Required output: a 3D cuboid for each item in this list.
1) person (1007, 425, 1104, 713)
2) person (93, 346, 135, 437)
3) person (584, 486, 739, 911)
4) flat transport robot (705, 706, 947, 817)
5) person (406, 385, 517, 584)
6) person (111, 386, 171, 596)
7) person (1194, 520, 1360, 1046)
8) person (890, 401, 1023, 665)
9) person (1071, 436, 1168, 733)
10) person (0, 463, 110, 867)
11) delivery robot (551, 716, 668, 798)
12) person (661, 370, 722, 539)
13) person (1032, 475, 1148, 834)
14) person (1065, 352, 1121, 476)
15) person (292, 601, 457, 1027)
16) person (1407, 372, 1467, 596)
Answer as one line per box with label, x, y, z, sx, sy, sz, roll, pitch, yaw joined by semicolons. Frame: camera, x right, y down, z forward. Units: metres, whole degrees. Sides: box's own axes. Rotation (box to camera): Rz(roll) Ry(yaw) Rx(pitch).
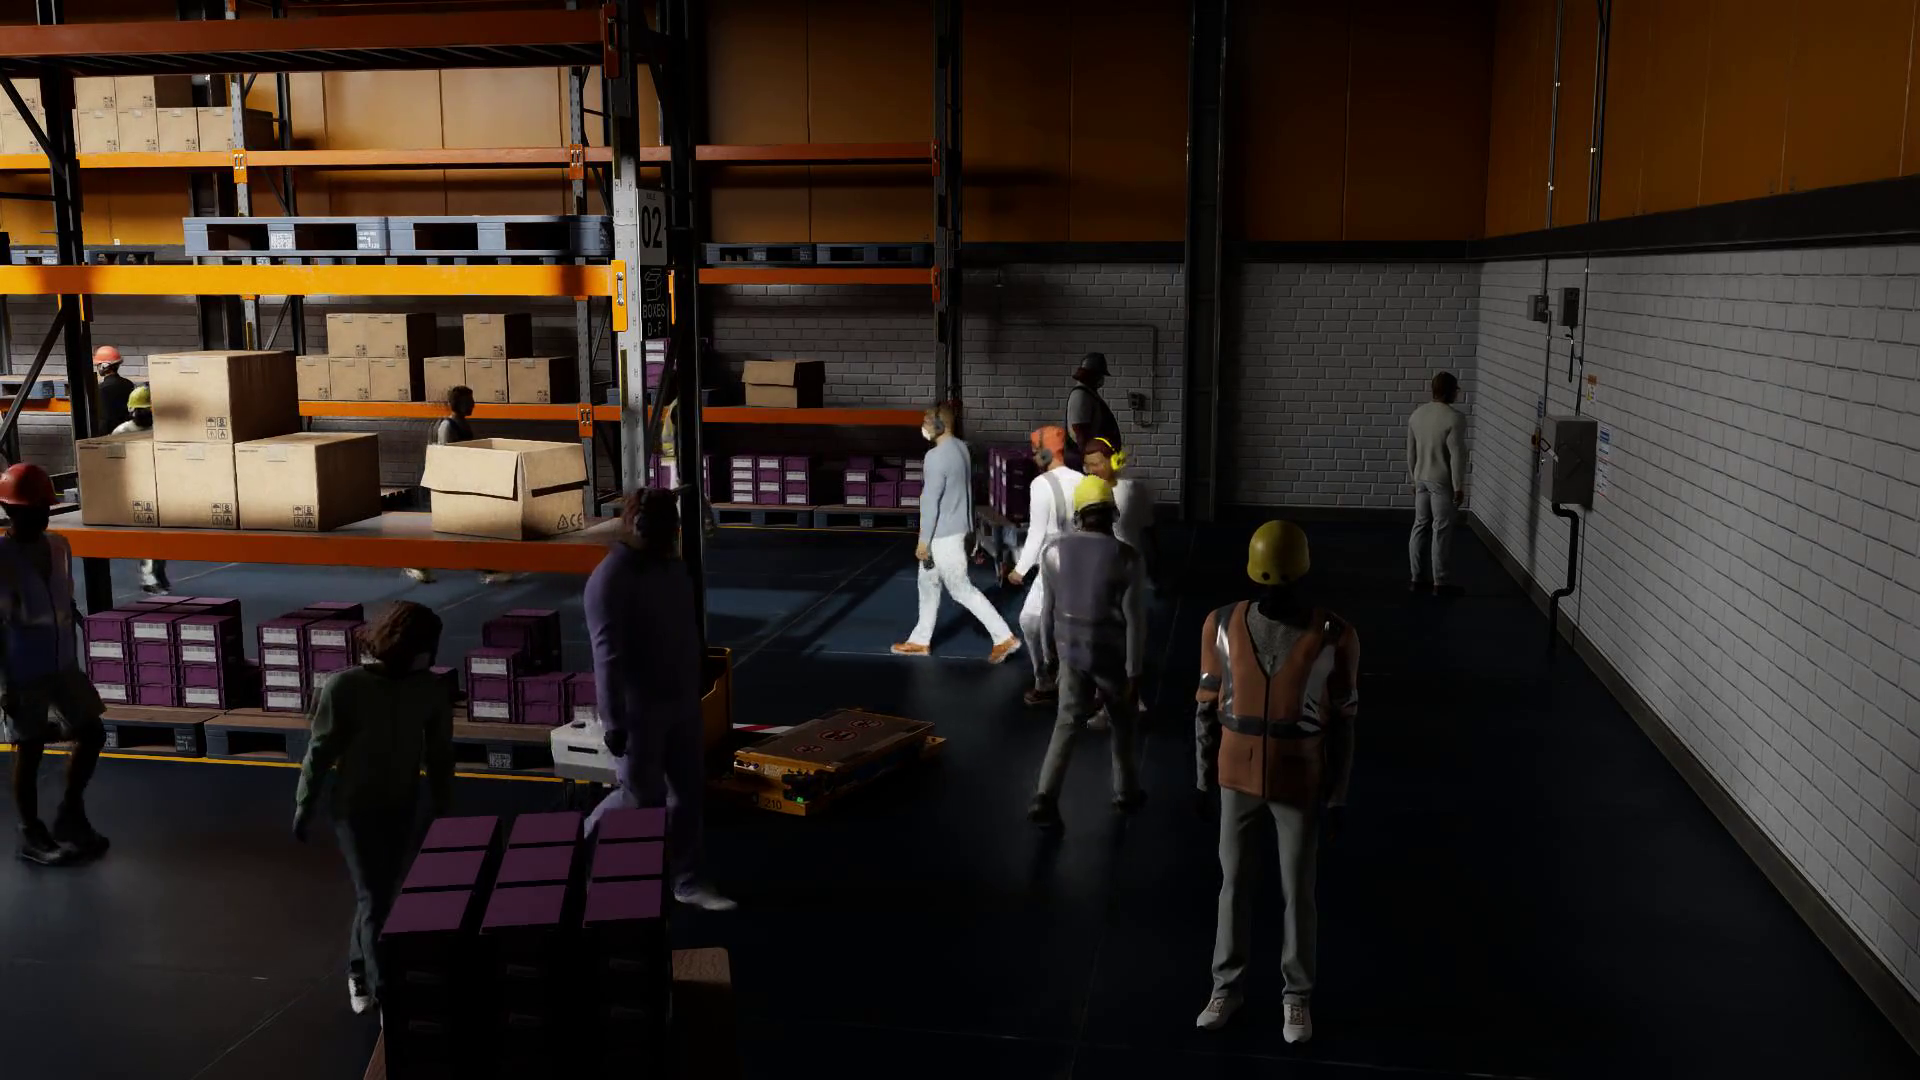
person;0.638;0.204;10.459;0.745;1.834;0.594;8;12;41
person;-9.172;-1.103;18.065;0.376;1.997;0.612;0;9;2
person;-1.373;0.699;7.259;0.739;1.885;0.666;5;10;28
flat transport robot;-0.708;1.191;9.168;0.652;0.197;1.431;5;10;29
person;-4.525;-0.487;14.876;0.989;1.805;0.507;2;9;12
person;-6.992;-0.413;14.339;0.424;1.819;0.596;4;10;24
person;1.134;0.871;6.053;0.585;1.921;0.373;4;10;21
person;-0.013;-0.047;11.871;0.995;1.898;0.619;3;9;15
person;0.979;0.248;10.307;0.535;1.810;0.826;5;10;27
person;-4.269;0.595;7.767;0.482;1.921;0.561;3;10;19
delivery robot;-1.762;1.088;8.639;0.707;0.478;0.477;4;10;21
person;-2.784;-0.833;16.974;0.500;1.821;0.793;0;9;0
person;0.647;0.569;8.336;0.588;1.794;0.879;6;11;32
person;1.291;-0.811;16.114;0.537;2.000;0.679;1;9;6
person;-2.113;1.017;6.131;0.739;1.587;0.567;9;13;44
person;4.138;-0.489;14.433;0.377;1.940;0.629;-5;10;-27
